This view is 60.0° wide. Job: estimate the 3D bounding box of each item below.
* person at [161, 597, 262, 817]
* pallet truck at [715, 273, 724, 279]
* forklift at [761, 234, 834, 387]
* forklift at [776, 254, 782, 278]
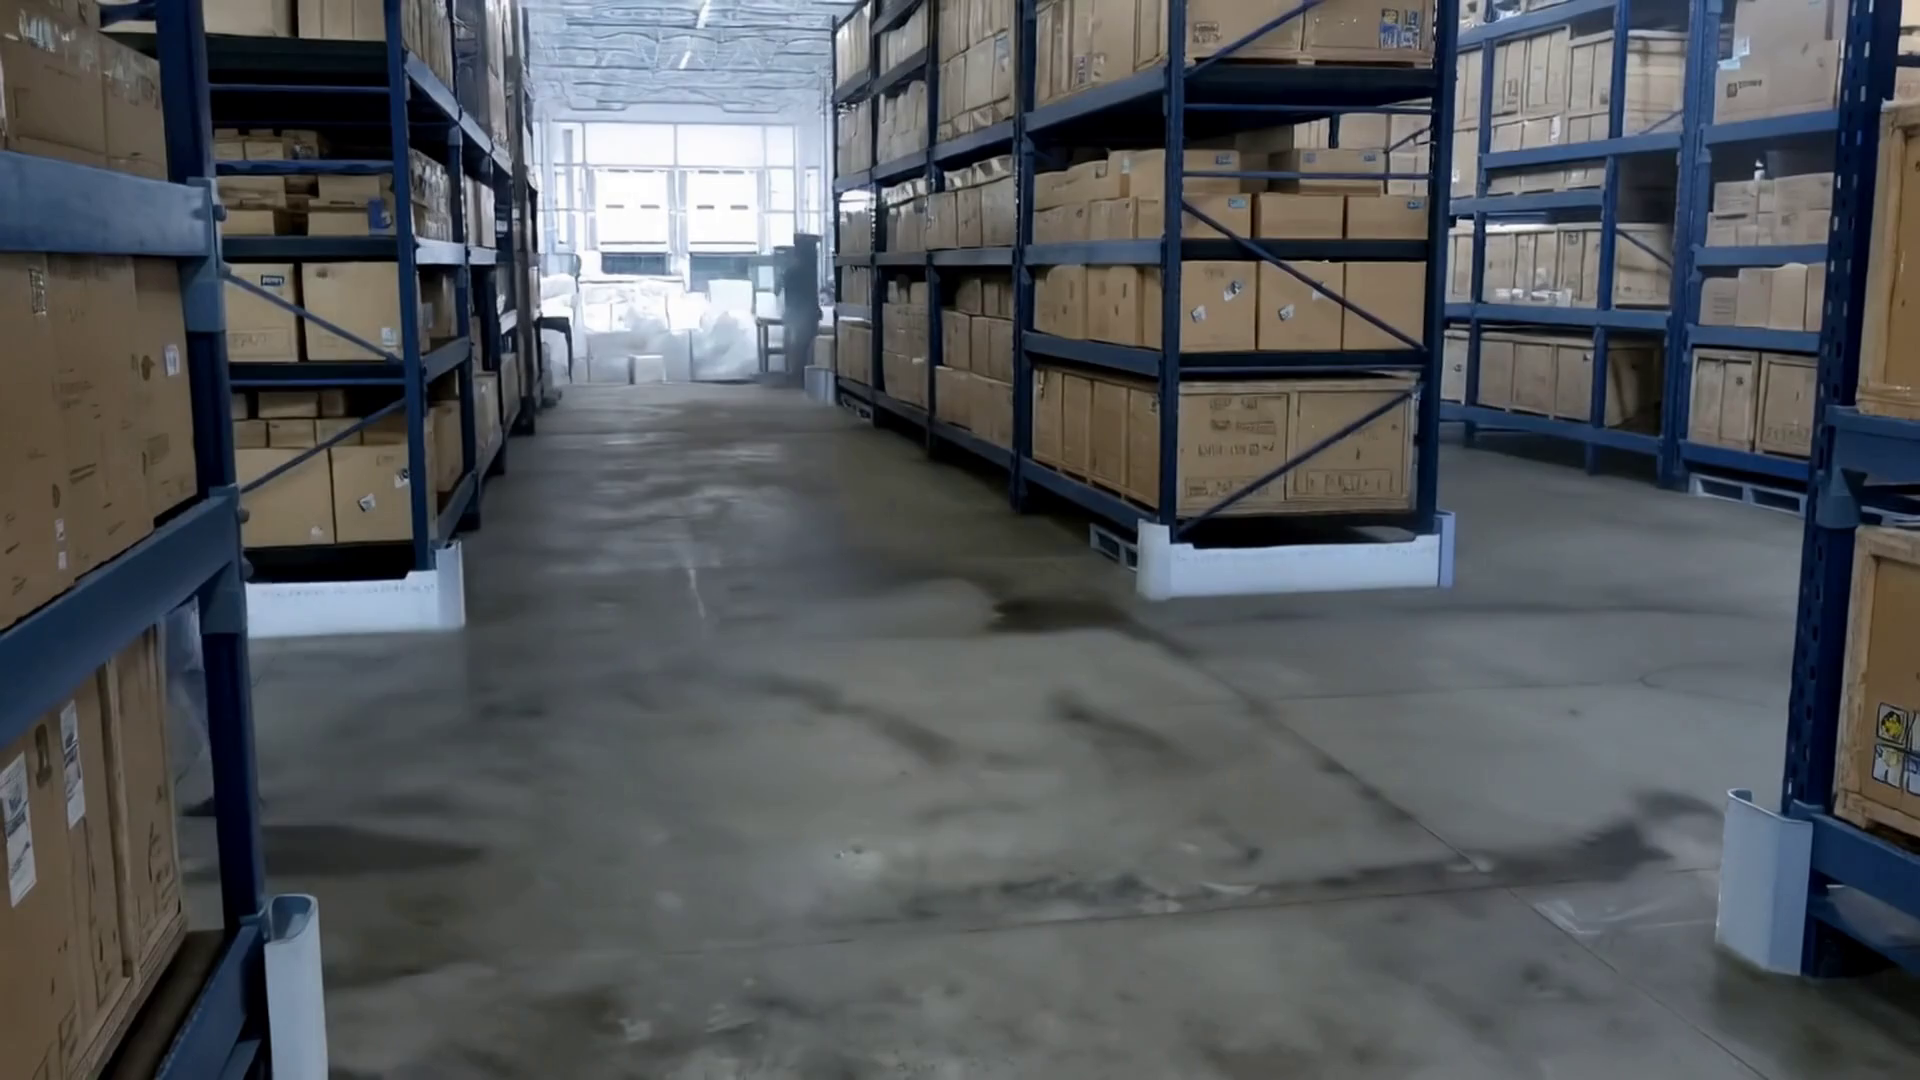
[{"bbox_3d":[-3.206,0.274,6.455,0.888,1.781,0.670,-6,11,-32],"label":"person"},{"bbox_3d":[-8.580,-8.986,62.280,1.885,1.965,0.823,1,9,5],"label":"pallet truck"},{"bbox_3d":[-2.837,-4.268,30.836,1.873,2.768,1.129,-2,10,-13],"label":"forklift"},{"bbox_3d":[-4.821,-7.011,47.557,1.129,2.768,1.873,-3,10,-15],"label":"forklift"}]
